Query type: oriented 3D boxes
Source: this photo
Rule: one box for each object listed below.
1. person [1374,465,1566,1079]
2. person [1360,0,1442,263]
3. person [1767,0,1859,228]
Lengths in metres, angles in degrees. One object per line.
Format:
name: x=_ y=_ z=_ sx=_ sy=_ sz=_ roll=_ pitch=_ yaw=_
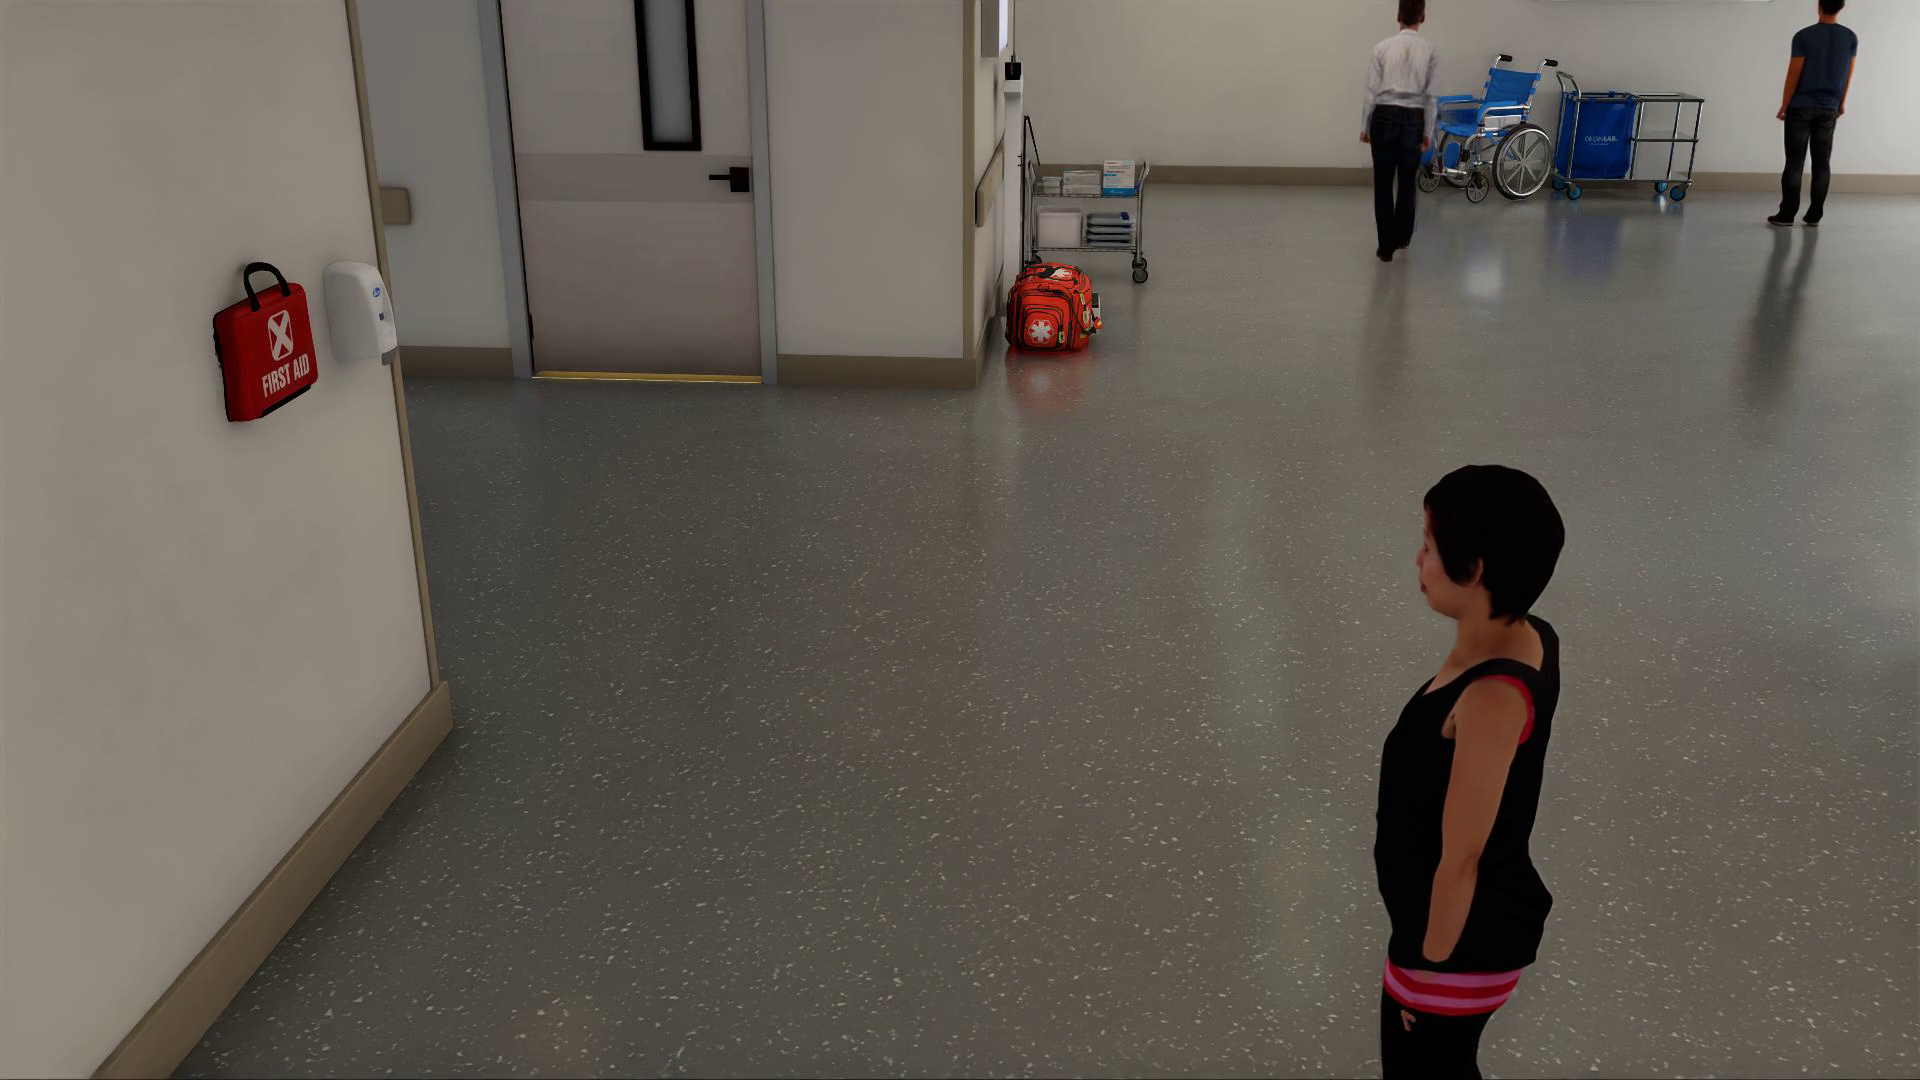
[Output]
person: x=0.831 y=0.620 z=2.743 sx=0.668 sy=1.550 sz=0.544 roll=8 pitch=22 yaw=21
person: x=3.036 y=-2.838 z=11.526 sx=0.670 sy=1.796 sz=0.881 roll=3 pitch=21 yaw=7
person: x=6.594 y=-3.339 z=12.830 sx=0.653 sy=1.810 sz=0.537 roll=1 pitch=21 yaw=3
